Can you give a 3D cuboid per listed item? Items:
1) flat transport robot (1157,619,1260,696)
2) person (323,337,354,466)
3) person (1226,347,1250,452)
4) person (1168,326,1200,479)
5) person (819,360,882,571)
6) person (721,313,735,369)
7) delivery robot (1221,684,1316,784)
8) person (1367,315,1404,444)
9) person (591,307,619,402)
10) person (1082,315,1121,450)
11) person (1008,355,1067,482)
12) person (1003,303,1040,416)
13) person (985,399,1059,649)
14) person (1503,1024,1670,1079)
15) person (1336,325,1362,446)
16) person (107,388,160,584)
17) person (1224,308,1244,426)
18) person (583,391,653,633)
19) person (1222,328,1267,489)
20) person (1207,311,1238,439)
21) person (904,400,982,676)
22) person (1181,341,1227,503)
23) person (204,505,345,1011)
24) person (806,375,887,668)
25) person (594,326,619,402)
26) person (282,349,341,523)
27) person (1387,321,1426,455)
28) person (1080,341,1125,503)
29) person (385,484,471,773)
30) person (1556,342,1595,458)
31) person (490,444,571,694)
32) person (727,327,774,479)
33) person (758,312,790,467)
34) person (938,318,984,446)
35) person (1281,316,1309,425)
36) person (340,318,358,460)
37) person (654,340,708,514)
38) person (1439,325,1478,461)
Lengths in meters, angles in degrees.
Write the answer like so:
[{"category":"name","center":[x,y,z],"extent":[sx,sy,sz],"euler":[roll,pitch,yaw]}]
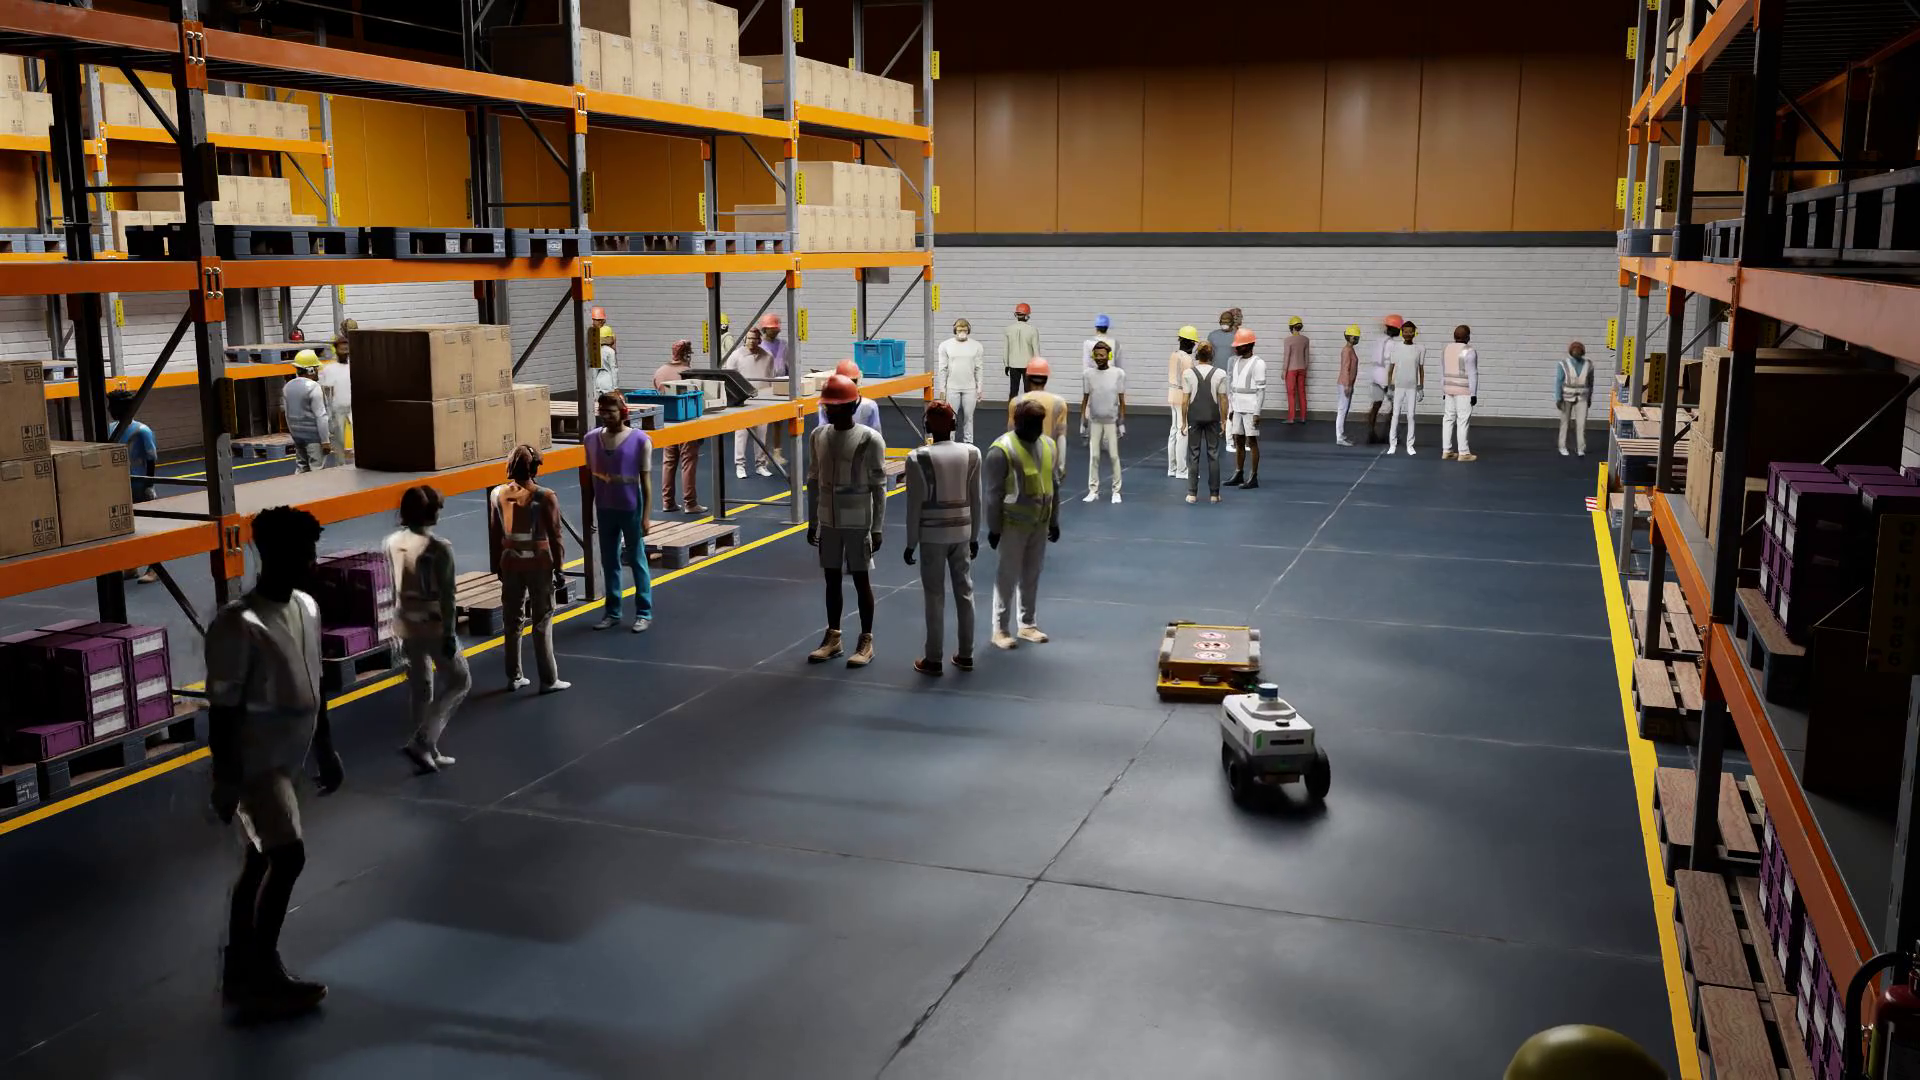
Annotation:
[{"category":"flat transport robot","center":[1.714,0.792,11.341],"extent":[0.652,0.197,1.431],"euler":[2,10,10]},{"category":"person","center":[-7.396,-1.532,20.069],"extent":[0.540,1.812,0.984],"euler":[-8,13,-36]},{"category":"person","center":[3.986,-2.066,23.606],"extent":[0.500,1.632,0.286],"euler":[-7,12,-36]},{"category":"person","center":[2.804,-1.719,20.845],"extent":[0.375,1.919,0.584],"euler":[-2,10,-14]},{"category":"person","center":[-0.995,-0.684,15.140],"extent":[0.563,1.888,1.020],"euler":[1,10,6]},{"category":"person","center":[-3.806,-2.711,26.674],"extent":[0.404,1.833,0.588],"euler":[-5,11,-26]},{"category":"delivery robot","center":[1.661,1.020,8.993],"extent":[0.477,0.478,0.707],"euler":[-1,10,-6]},{"category":"person","center":[6.284,-2.349,24.412],"extent":[0.618,1.902,0.574],"euler":[-2,10,-11]},{"category":"person","center":[-5.457,-2.525,25.167],"extent":[0.622,1.994,0.381],"euler":[-7,13,-36]},{"category":"person","center":[2.010,-2.266,23.896],"extent":[0.649,1.922,0.697],"euler":[-3,11,-18]},{"category":"person","center":[0.717,-0.739,15.351],"extent":[0.548,1.916,0.796],"euler":[-1,10,-5]},{"category":"person","center":[1.006,-2.826,26.862],"extent":[0.624,1.993,0.385],"euler":[4,11,21]},{"category":"person","center":[0.462,-0.116,12.106],"extent":[0.649,1.829,0.432],"euler":[-9,13,-41]},{"category":"person","center":[0.797,1.570,2.316],"extent":[0.585,1.922,0.372],"euler":[-2,10,-11]},{"category":"person","center":[5.684,-2.255,24.303],"extent":[0.329,1.765,0.526],"euler":[4,11,21]},{"category":"person","center":[-7.183,-0.466,14.406],"extent":[0.540,1.697,0.318],"euler":[4,11,22]},{"category":"person","center":[4.429,-2.792,26.955],"extent":[0.398,1.900,0.694],"euler":[0,10,0]},{"category":"person","center":[-2.572,-0.215,12.612],"extent":[0.564,1.837,0.385],"euler":[3,11,18]},{"category":"person","center":[3.423,-1.579,20.028],"extent":[0.374,1.928,0.542],"euler":[-6,12,-30]},{"category":"person","center":[4.011,-2.488,25.133],"extent":[0.627,1.935,0.371],"euler":[4,11,22]},{"category":"person","center":[-0.117,-0.012,11.333],"extent":[0.576,1.883,0.362],"euler":[-5,11,-26]},{"category":"person","center":[2.760,-1.334,18.883],"extent":[0.505,1.845,0.345],"euler":[1,10,7]},{"category":"person","center":[-2.656,0.833,6.439],"extent":[0.563,1.930,0.645],"euler":[0,10,2]},{"category":"person","center":[-0.814,-0.128,11.539],"extent":[0.614,2.039,0.392],"euler":[5,11,28]},{"category":"person","center":[-5.173,-2.261,24.393],"extent":[0.486,1.744,0.294],"euler":[8,13,36]},{"category":"person","center":[-6.820,-1.083,17.499],"extent":[0.588,1.835,0.403],"euler":[7,12,33]},{"category":"person","center":[6.234,-2.122,23.253],"extent":[0.513,1.872,0.328],"euler":[2,10,10]},{"category":"person","center":[1.625,-1.331,18.868],"extent":[0.523,1.856,0.376],"euler":[3,10,15]},{"category":"person","center":[-2.937,0.505,9.140],"extent":[0.529,1.625,0.392],"euler":[6,12,29]},{"category":"person","center":[8.453,-1.919,22.859],"extent":[0.537,1.598,0.844],"euler":[1,10,5]},{"category":"person","center":[-2.815,0.194,10.858],"extent":[0.522,1.639,0.306],"euler":[3,11,19]},{"category":"person","center":[-2.601,-1.732,20.961],"extent":[0.642,1.905,0.399],"euler":[-6,12,-31]},{"category":"person","center":[-2.479,-1.986,22.005],"extent":[0.614,2.039,0.395],"euler":[-7,12,-33]},{"category":"person","center":[0.014,-2.050,22.655],"extent":[0.631,1.939,0.372],"euler":[-2,10,-9]},{"category":"person","center":[5.466,-2.771,27.198],"extent":[0.533,1.767,0.326],"euler":[-6,12,-29]},{"category":"person","center":[-8.247,-2.057,22.718],"extent":[0.357,1.931,0.631],"euler":[3,11,16]},{"category":"person","center":[-3.027,-1.234,18.180],"extent":[0.638,1.900,0.400],"euler":[6,12,30]},{"category":"person","center":[6.812,-1.999,22.642],"extent":[0.429,1.844,0.621],"euler":[-6,11,-29]}]
